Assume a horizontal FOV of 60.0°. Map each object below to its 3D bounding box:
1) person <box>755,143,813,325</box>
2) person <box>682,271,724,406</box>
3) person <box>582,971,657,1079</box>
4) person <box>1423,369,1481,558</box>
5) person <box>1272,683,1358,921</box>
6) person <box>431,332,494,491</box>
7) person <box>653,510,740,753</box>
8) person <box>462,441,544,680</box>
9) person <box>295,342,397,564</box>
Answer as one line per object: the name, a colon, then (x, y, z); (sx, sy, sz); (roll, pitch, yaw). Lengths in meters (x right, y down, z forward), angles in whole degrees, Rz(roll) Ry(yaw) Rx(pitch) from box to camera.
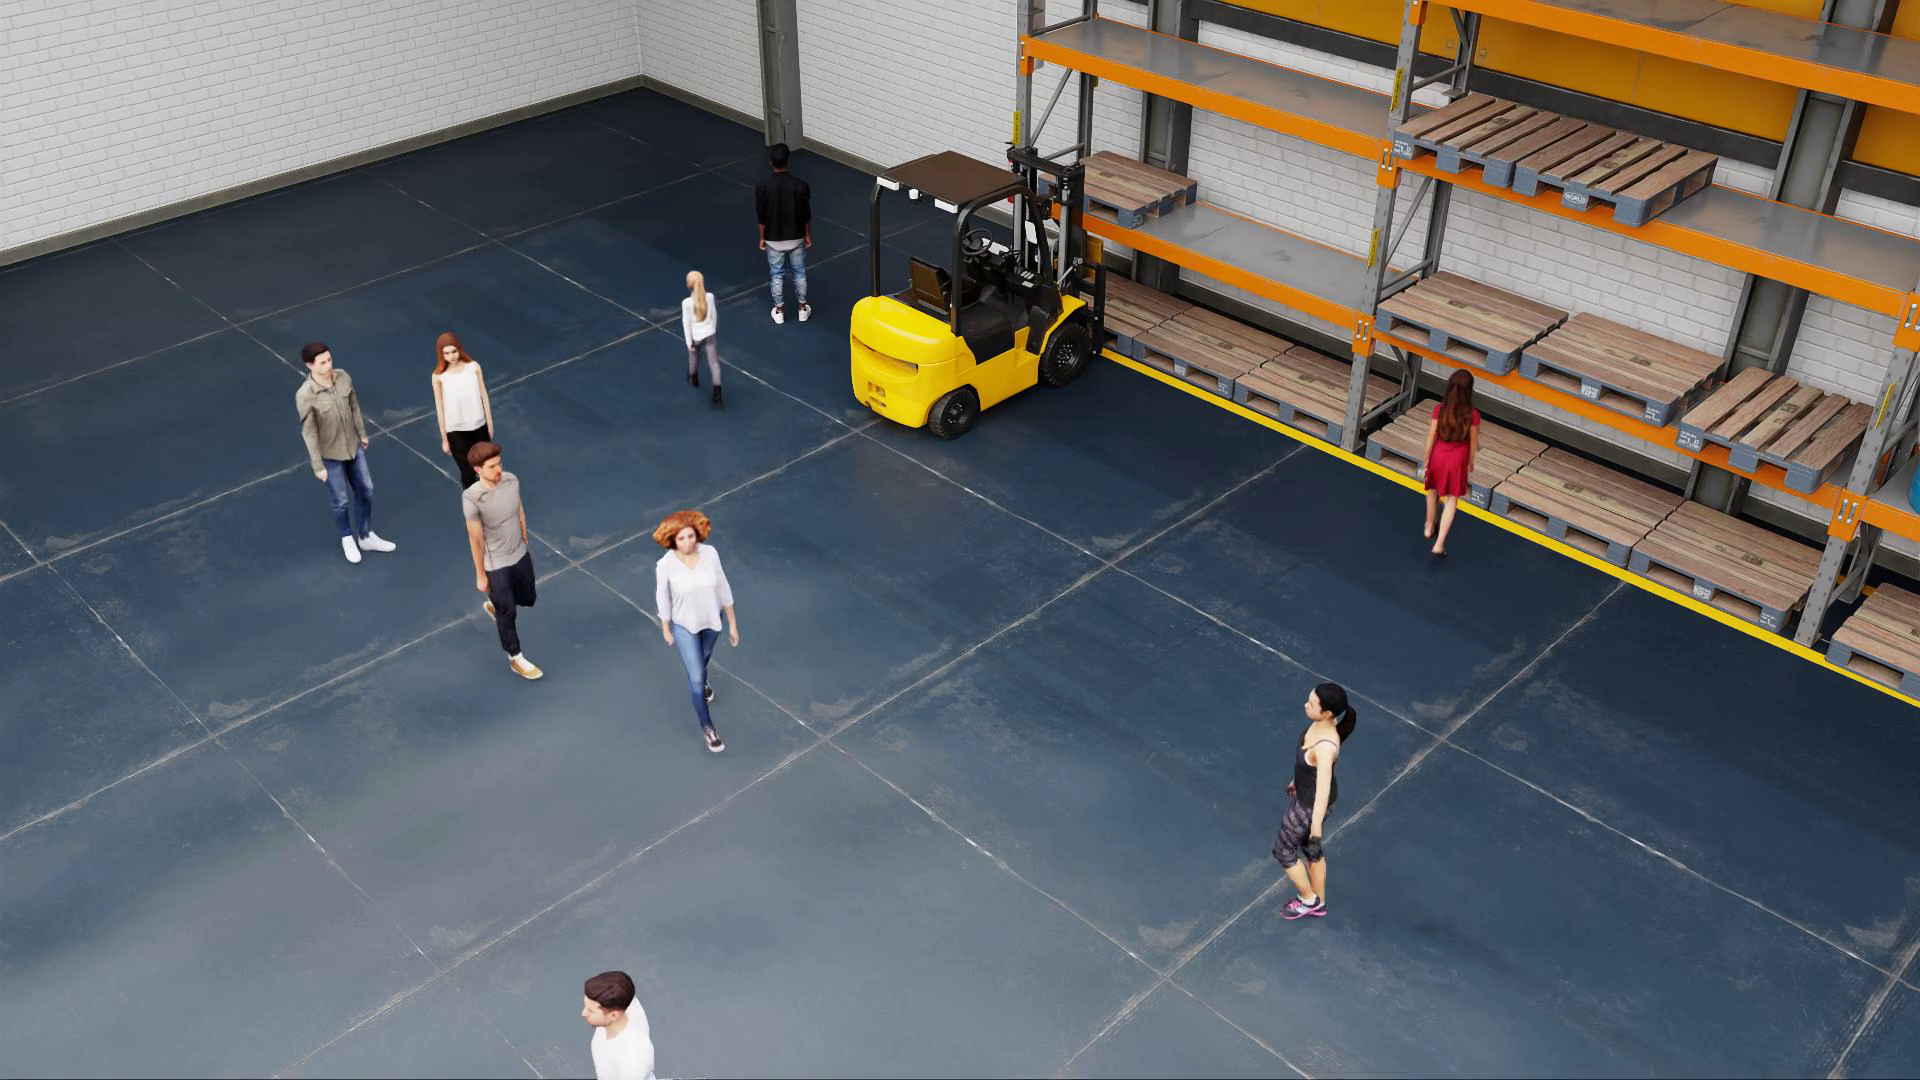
person: (-1.727, -3.010, 16.370); (0.788, 1.812, 0.815); (-4, 34, -6)
person: (-2.308, -1.813, 15.076); (0.716, 1.249, 0.964); (-13, 36, -19)
person: (-1.445, 2.658, 7.830); (1.017, 1.826, 1.060); (-12, 35, -17)
person: (3.816, -0.605, 12.976); (0.853, 1.564, 0.755); (15, 37, 22)
person: (2.140, 1.535, 9.619); (0.729, 1.715, 0.686); (8, 34, 12)
person: (-3.984, -0.917, 13.321); (0.717, 1.701, 0.942); (-19, 38, -26)
person: (-1.795, 0.496, 11.223); (0.834, 1.671, 1.186); (-17, 37, -24)
person: (-3.259, 0.100, 11.627); (0.950, 1.882, 0.721); (23, 40, 31)
person: (-4.844, -0.710, 12.869); (0.766, 1.856, 0.809); (20, 39, 28)
